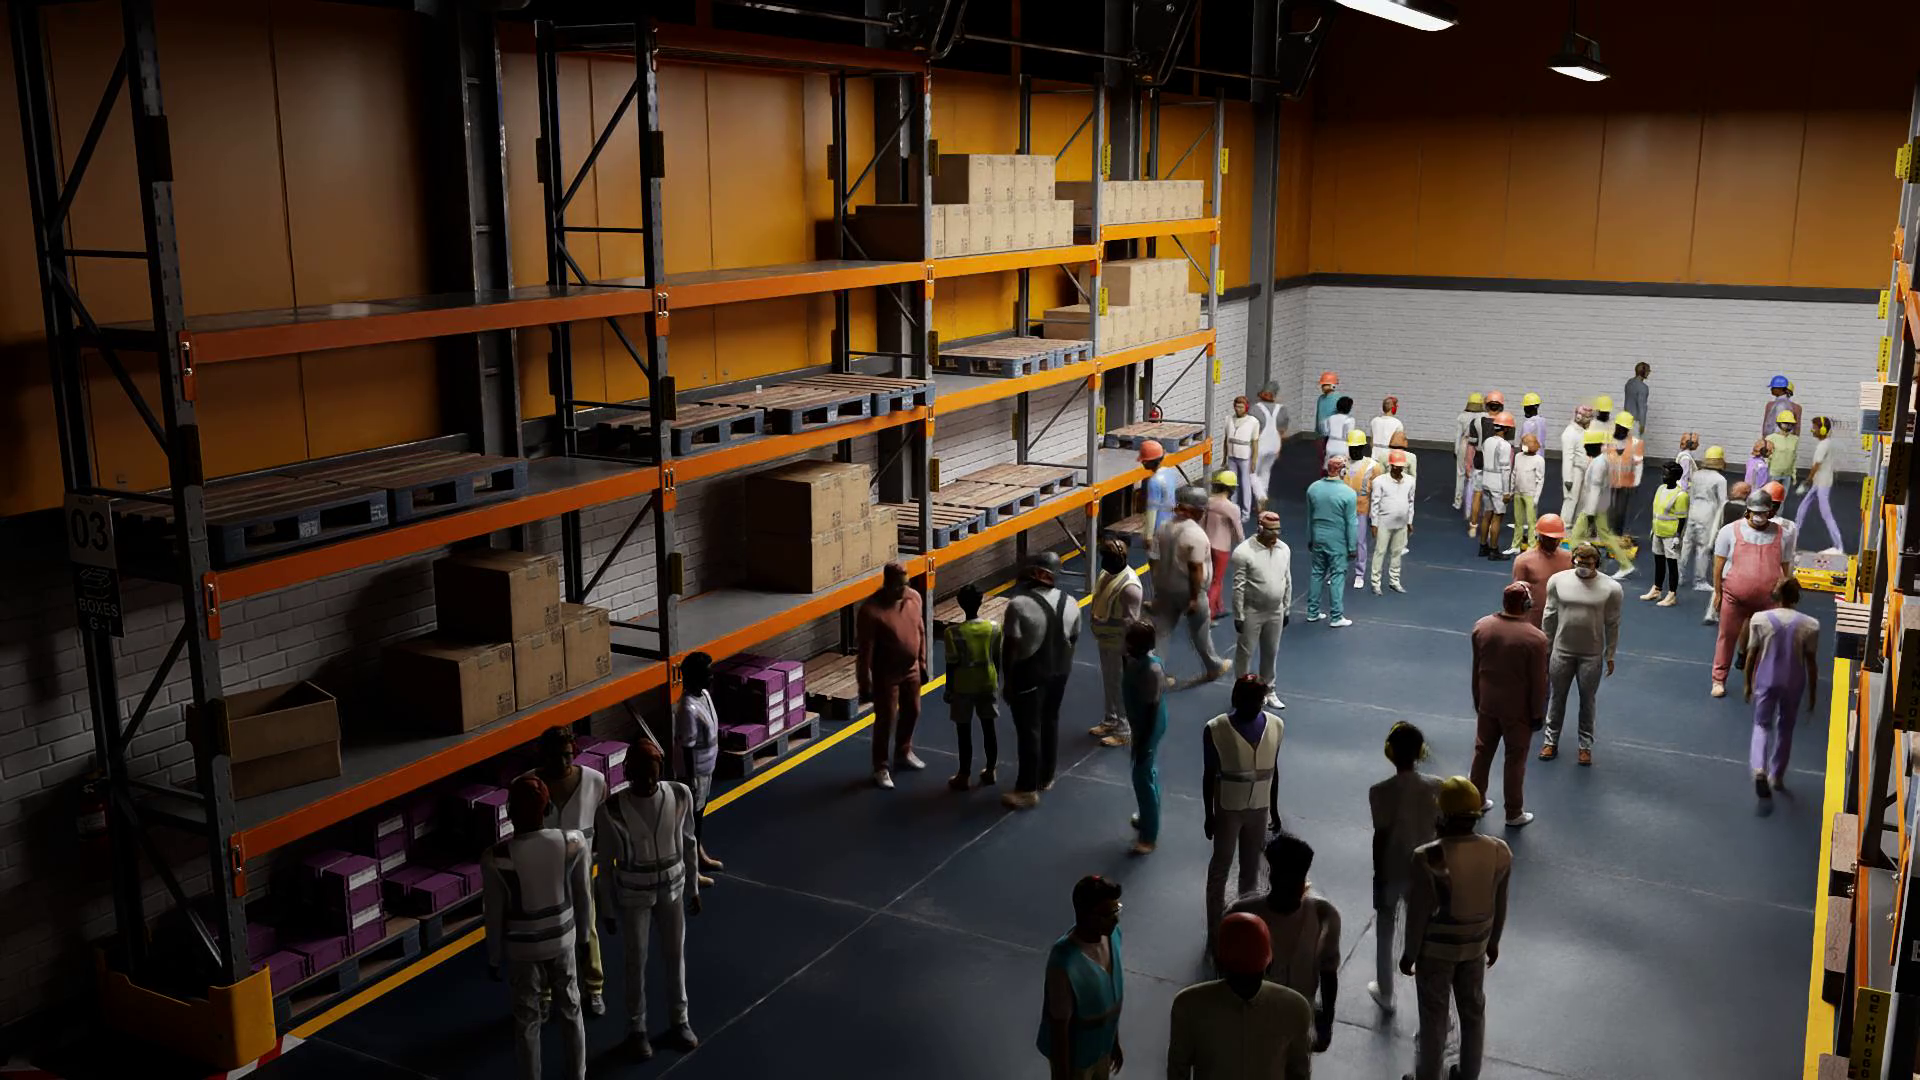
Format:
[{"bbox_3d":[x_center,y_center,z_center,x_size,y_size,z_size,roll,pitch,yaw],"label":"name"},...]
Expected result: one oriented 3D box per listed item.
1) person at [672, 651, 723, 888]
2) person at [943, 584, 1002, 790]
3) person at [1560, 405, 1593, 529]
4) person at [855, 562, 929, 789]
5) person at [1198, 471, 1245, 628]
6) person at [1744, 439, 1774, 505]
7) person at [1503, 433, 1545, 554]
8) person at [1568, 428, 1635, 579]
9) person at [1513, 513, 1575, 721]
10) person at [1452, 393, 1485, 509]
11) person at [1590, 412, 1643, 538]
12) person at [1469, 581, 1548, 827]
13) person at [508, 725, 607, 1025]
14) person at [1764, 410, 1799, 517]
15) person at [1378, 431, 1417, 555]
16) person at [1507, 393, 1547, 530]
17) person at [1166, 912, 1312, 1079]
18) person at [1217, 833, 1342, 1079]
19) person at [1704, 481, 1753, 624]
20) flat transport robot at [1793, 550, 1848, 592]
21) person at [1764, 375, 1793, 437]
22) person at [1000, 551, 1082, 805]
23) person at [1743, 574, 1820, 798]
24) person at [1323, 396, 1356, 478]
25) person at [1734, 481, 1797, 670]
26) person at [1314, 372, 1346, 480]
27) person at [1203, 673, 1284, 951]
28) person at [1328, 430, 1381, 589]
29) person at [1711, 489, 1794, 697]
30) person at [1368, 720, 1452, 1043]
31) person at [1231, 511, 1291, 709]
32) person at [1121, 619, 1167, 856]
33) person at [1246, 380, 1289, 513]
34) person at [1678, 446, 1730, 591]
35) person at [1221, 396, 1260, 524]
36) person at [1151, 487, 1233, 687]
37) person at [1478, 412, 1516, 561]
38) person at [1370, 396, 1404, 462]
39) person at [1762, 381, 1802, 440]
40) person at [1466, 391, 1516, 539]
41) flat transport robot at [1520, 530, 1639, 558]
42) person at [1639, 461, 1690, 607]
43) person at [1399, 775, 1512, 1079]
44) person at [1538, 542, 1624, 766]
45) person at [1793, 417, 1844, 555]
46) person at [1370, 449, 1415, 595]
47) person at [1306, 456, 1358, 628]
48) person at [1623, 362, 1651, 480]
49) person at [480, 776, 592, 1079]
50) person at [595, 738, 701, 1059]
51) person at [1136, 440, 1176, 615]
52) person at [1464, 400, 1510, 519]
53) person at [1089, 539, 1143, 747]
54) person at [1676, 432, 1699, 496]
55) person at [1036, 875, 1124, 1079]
[{"bbox_3d":[-1.860,1.602,11.736,0.319,1.691,0.536,1,13,4],"label":"person"},{"bbox_3d":[0.101,1.193,13.536,0.536,1.699,0.322,-6,14,-26],"label":"person"},{"bbox_3d":[8.326,-0.887,22.424,0.401,1.894,0.653,11,17,41],"label":"person"},{"bbox_3d":[-0.567,1.072,13.668,0.745,1.886,0.505,-11,17,-41],"label":"person"},{"bbox_3d":[2.908,0.089,18.401,0.797,1.727,0.573,-10,16,-38],"label":"person"},{"bbox_3d":[10.118,-0.476,21.174,0.313,1.631,0.525,1,13,6],"label":"person"},{"bbox_3d":[7.351,-0.580,21.621,0.286,1.636,0.500,-7,14,-29],"label":"person"},{"bbox_3d":[7.890,-0.446,20.497,0.972,1.879,0.590,4,13,16],"label":"person"},{"bbox_3d":[5.254,0.726,14.996,0.614,1.987,0.408,-3,13,-13],"label":"person"},{"bbox_3d":[7.590,-1.317,24.709,0.494,1.730,0.324,2,13,8],"label":"person"},{"bbox_3d":[8.560,-0.721,21.683,0.610,1.888,0.504,2,13,7],"label":"person"},{"bbox_3d":[4.246,1.247,12.863,0.398,1.900,0.641,-10,16,-37],"label":"person"},{"bbox_3d":[-2.350,1.956,9.829,0.561,1.836,0.391,-4,13,-18],"label":"person"},{"bbox_3d":[11.190,-0.890,22.708,0.525,1.772,0.306,-3,13,-13],"label":"person"},{"bbox_3d":[5.712,-0.620,21.806,0.504,1.631,0.279,4,13,17],"label":"person"},{"bbox_3d":[7.990,-1.106,23.359,0.397,1.913,0.591,10,16,39],"label":"person"},{"bbox_3d":[1.167,2.498,7.026,0.620,1.994,0.381,0,13,-1],"label":"person"},{"bbox_3d":[1.520,2.277,8.177,0.604,1.936,0.815,-2,13,-7],"label":"person"},{"bbox_3d":[8.609,0.133,18.532,0.859,1.587,0.526,-7,14,-29],"label":"person"},{"bbox_3d":[10.591,0.372,20.438,0.652,0.197,1.431,7,15,30],"label":"flat transport robot"},{"bbox_3d":[12.345,-1.523,25.163,0.411,1.941,0.598,7,14,28],"label":"person"},{"bbox_3d":[0.563,1.056,13.381,0.833,2.000,0.551,-9,15,-35],"label":"person"},{"bbox_3d":[6.564,1.189,13.314,0.528,1.817,0.751,6,14,24],"label":"person"},{"bbox_3d":[5.673,-1.313,24.795,0.520,1.673,0.606,-11,17,-41],"label":"person"},{"bbox_3d":[8.063,0.371,16.681,0.545,1.939,0.354,8,15,32],"label":"person"},{"bbox_3d":[5.563,-1.552,25.157,0.395,1.993,0.616,-6,14,-24],"label":"person"},{"bbox_3d":[1.818,1.742,10.763,0.566,1.841,0.390,-5,14,-21],"label":"person"},{"bbox_3d":[4.743,-0.377,20.050,0.584,1.928,0.372,8,15,31],"label":"person"},{"bbox_3d":[7.526,0.513,15.810,0.682,2.000,0.537,3,13,14],"label":"person"},{"bbox_3d":[2.664,1.998,9.706,0.532,1.821,0.843,-2,13,-8],"label":"person"},{"bbox_3d":[2.817,0.665,15.462,0.647,1.901,0.400,-6,14,-24],"label":"person"},{"bbox_3d":[1.344,1.411,12.347,0.396,1.805,0.705,-2,13,-8],"label":"person"},{"bbox_3d":[4.413,-1.366,24.226,0.702,2.000,0.676,-4,13,-18],"label":"person"},{"bbox_3d":[8.956,-0.245,19.918,0.393,1.736,0.621,-5,14,-22],"label":"person"},{"bbox_3d":[4.007,-1.150,23.727,0.562,1.835,0.397,11,17,41],"label":"person"},{"bbox_3d":[2.256,0.424,16.209,1.009,2.000,0.678,-9,15,-34],"label":"person"},{"bbox_3d":[6.953,-0.695,21.494,0.388,1.925,0.550,-3,13,-12],"label":"person"},{"bbox_3d":[6.011,-1.100,23.466,0.389,1.850,0.566,-9,15,-34],"label":"person"},{"bbox_3d":[12.788,-1.597,25.913,0.533,1.757,0.336,7,14,27],"label":"person"},{"bbox_3d":[7.228,-1.017,22.696,0.613,2.031,0.410,4,13,16],"label":"person"},{"bbox_3d":[8.193,0.024,22.000,1.431,0.197,0.652,6,14,25],"label":"flat transport robot"},{"bbox_3d":[8.167,-0.073,19.214,0.319,1.697,0.532,-3,13,-12],"label":"person"},{"bbox_3d":[2.638,2.151,8.948,0.601,1.830,0.404,-4,13,-15],"label":"person"},{"bbox_3d":[5.245,0.949,14.105,0.627,1.934,0.372,6,14,26],"label":"person"},{"bbox_3d":[11.207,-0.712,21.819,0.954,1.817,0.498,6,14,24],"label":"person"},{"bbox_3d":[5.141,-0.216,19.722,0.566,1.750,0.341,-3,13,-14],"label":"person"},{"bbox_3d":[4.120,0.012,18.389,0.399,1.899,0.650,-11,17,-40],"label":"person"},{"bbox_3d":[10.970,-1.937,27.047,0.373,1.932,0.628,0,13,-1],"label":"person"},{"bbox_3d":[-2.234,2.152,8.835,0.575,1.882,0.355,-8,15,-30],"label":"person"},{"bbox_3d":[-1.760,2.020,9.442,0.584,1.879,0.369,-7,14,-29],"label":"person"},{"bbox_3d":[2.224,-0.146,18.847,0.458,2.021,0.684,5,13,21],"label":"person"},{"bbox_3d":[7.645,-1.203,24.038,0.844,1.789,0.673,-6,14,-27],"label":"person"},{"bbox_3d":[1.356,0.889,14.608,0.429,1.837,0.624,-4,13,-18],"label":"person"},{"bbox_3d":[9.442,-0.600,21.730,0.315,1.631,0.514,5,14,22],"label":"person"},{"bbox_3d":[0.561,2.414,7.780,0.388,1.836,0.561,7,14,28],"label":"person"}]
